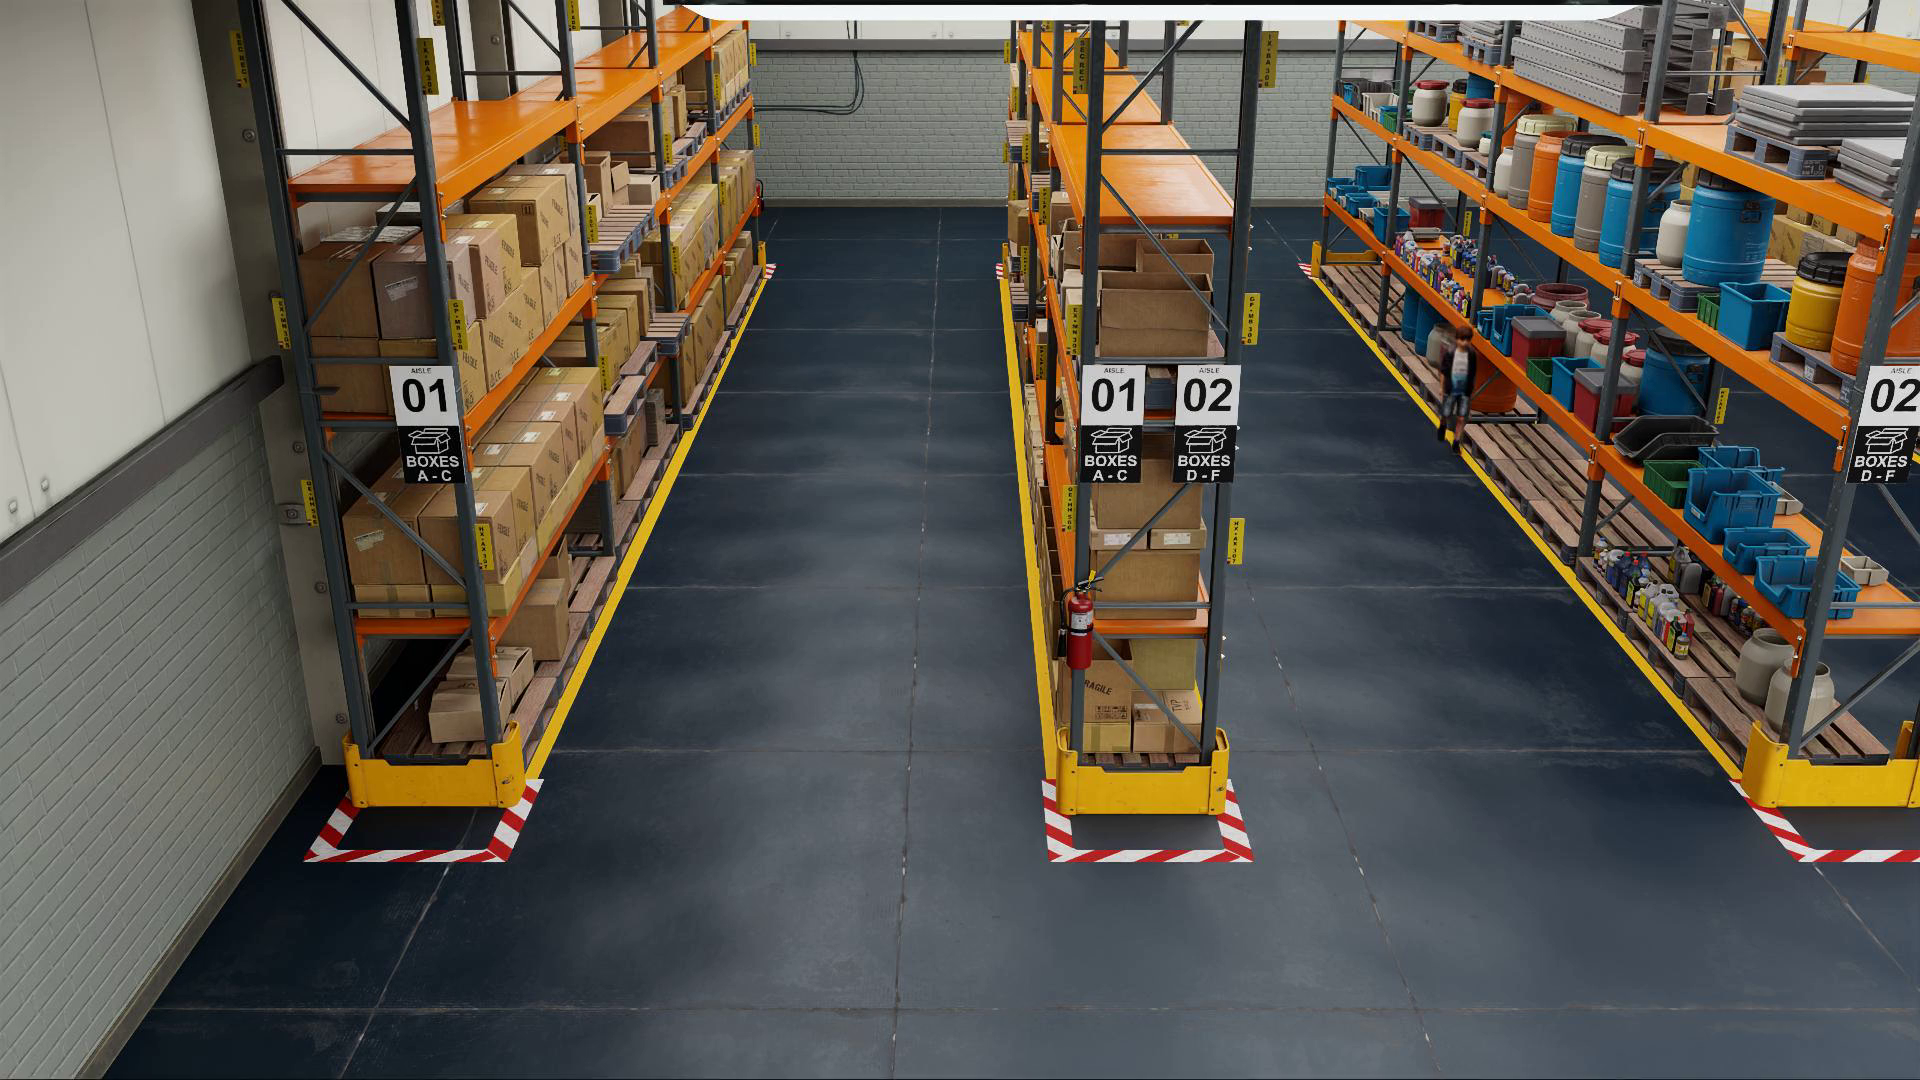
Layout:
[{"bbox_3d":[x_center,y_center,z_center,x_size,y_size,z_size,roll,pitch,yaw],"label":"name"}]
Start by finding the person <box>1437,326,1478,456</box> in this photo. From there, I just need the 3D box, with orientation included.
[{"bbox_3d":[5.497,-1.678,18.400,0.566,1.437,0.741,2,22,4],"label":"person"}]
